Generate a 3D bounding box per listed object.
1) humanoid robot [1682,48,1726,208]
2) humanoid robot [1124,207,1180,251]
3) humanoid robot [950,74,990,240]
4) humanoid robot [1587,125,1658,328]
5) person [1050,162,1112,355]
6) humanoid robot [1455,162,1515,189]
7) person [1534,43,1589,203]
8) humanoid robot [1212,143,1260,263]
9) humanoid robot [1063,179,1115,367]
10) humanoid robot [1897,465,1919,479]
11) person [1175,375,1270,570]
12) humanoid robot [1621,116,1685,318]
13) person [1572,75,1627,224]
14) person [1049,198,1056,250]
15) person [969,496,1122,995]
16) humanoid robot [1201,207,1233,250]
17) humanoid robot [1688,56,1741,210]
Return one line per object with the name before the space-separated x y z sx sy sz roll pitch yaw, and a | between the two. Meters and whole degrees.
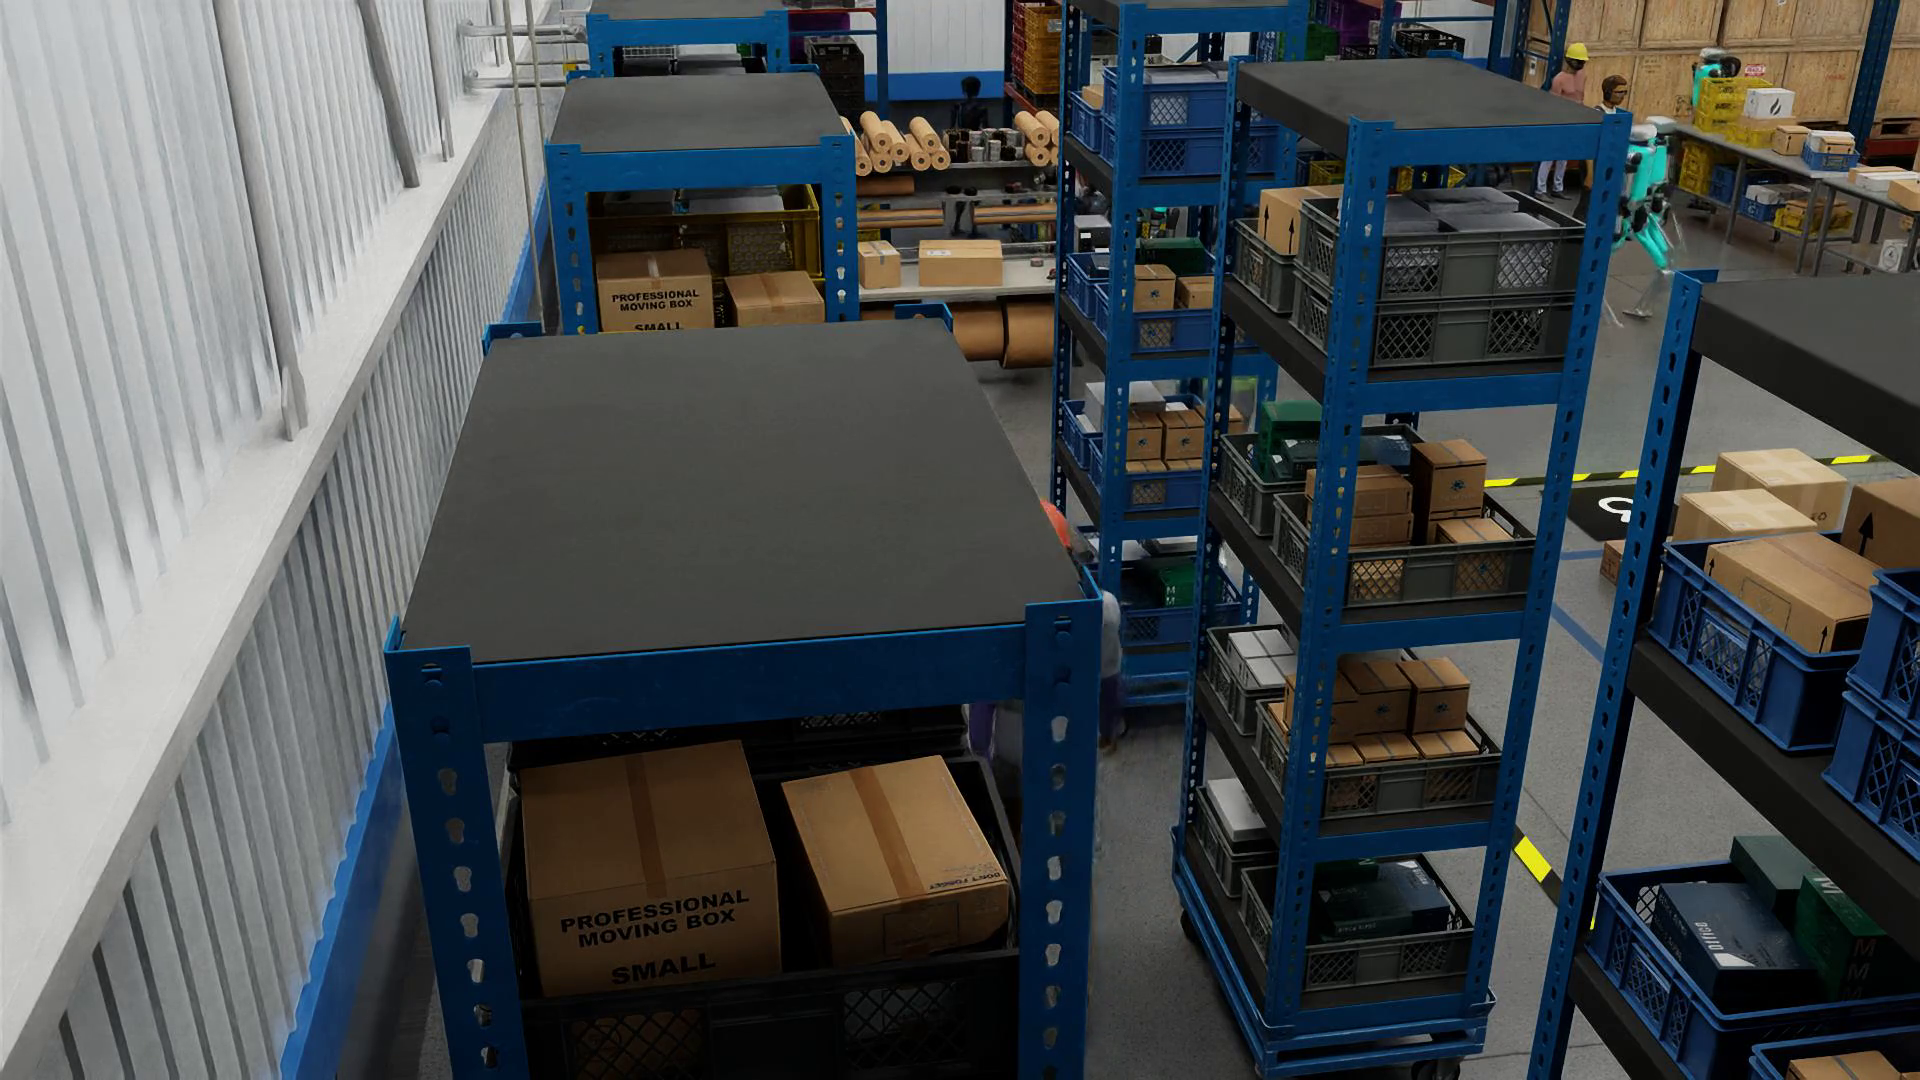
humanoid robot | 8.390 -4.509 18.386 0.781 1.803 0.561 -2 25 -4
humanoid robot | 1.438 -2.444 13.700 0.533 1.673 0.735 22 32 39
humanoid robot | 0.099 -3.973 17.239 0.593 1.658 0.322 22 33 39
humanoid robot | 5.625 -2.743 14.548 0.817 1.798 0.566 18 30 34
person | 1.029 -2.487 13.745 0.592 1.913 0.398 7 26 15
humanoid robot | 5.302 -3.742 16.749 0.592 1.647 0.405 0 25 -1
person | 6.805 -4.683 18.696 0.526 1.759 0.336 -14 28 -28
humanoid robot | 2.520 -2.807 14.709 0.601 1.642 0.337 -1 25 -2
humanoid robot | 1.043 -2.211 13.413 0.584 1.645 0.374 -8 26 -17
humanoid robot | 6.431 -1.147 10.873 0.735 1.677 0.533 -11 27 -22
person | 1.614 -0.820 10.247 0.586 1.806 0.957 -2 25 -5
humanoid robot | 6.138 -2.761 14.538 0.534 1.801 0.679 -16 29 -31
person | 6.240 -3.620 16.299 0.340 1.839 0.503 20 31 36
person | 0.895 -2.550 14.014 0.935 1.799 0.638 -3 25 -6
person | 0.338 0.801 6.514 0.623 1.998 1.035 -2 25 -4
humanoid robot | 2.589 -3.713 16.627 0.562 1.779 0.795 3 25 7
humanoid robot | 8.373 -4.480 18.339 0.360 1.650 0.612 17 29 32
